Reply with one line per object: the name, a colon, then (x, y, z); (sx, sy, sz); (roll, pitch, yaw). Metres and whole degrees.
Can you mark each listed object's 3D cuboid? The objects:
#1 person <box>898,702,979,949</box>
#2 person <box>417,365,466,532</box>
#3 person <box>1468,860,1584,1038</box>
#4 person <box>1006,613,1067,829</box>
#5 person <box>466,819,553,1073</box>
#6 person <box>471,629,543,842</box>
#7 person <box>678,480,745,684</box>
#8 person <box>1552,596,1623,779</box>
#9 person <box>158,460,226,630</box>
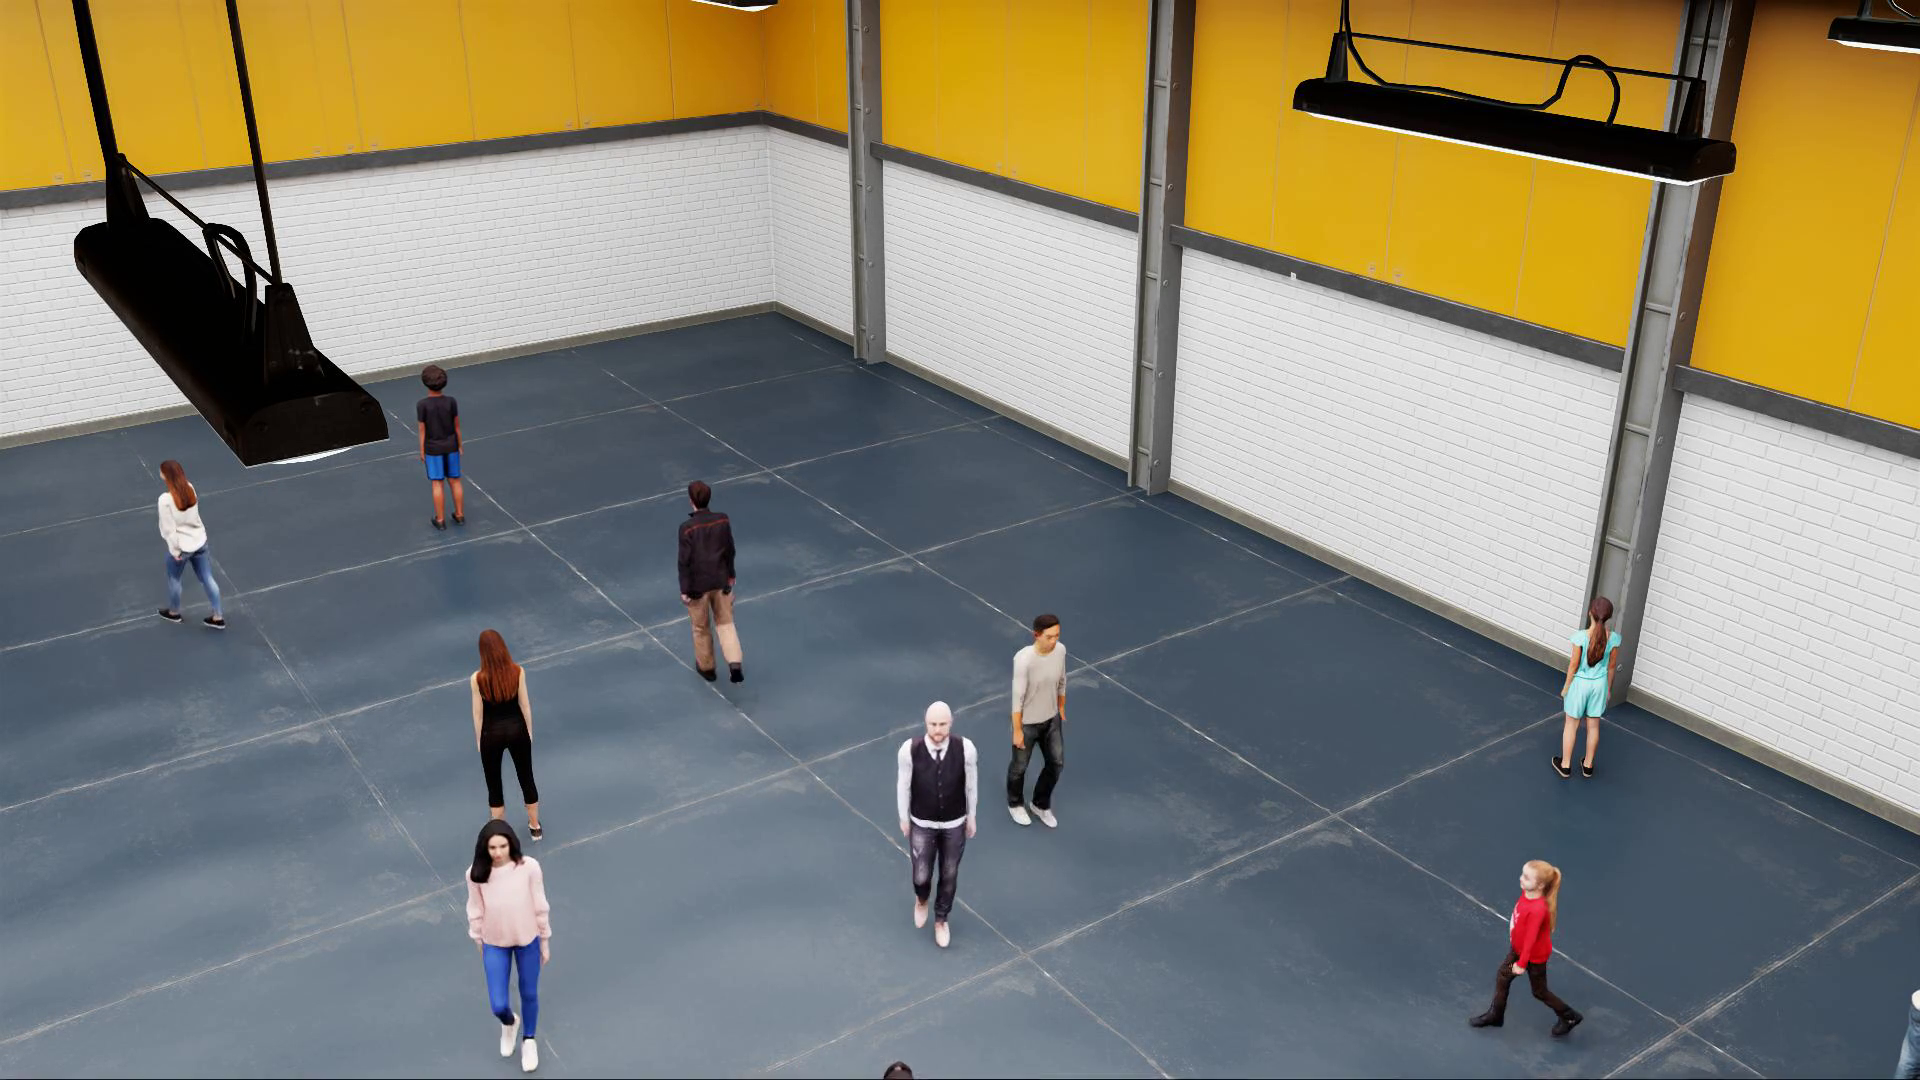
person: (-0.139, 1.858, 11.213); (0.825, 1.814, 0.859); (-3, 24, -6)
person: (-5.529, -0.989, 17.746); (0.588, 1.799, 0.548); (-15, 28, -31)
person: (3.597, 2.554, 10.313); (0.865, 1.260, 0.894); (0, 24, -1)
person: (0.518, 1.305, 12.515); (0.742, 1.786, 0.682); (-11, 26, -24)
person: (-2.700, 2.391, 10.062); (0.757, 1.761, 0.785); (-5, 24, -11)
person: (-3.358, 1.454, 12.253); (0.605, 1.722, 0.581); (-10, 25, -21)
person: (-2.140, 0.415, 14.390); (0.737, 1.913, 0.979); (-14, 27, -28)
person: (4.962, 1.152, 13.148); (0.646, 1.558, 0.692); (1, 24, 2)
person: (-7.124, 0.070, 15.493); (1.050, 1.663, 0.893); (12, 26, 25)
